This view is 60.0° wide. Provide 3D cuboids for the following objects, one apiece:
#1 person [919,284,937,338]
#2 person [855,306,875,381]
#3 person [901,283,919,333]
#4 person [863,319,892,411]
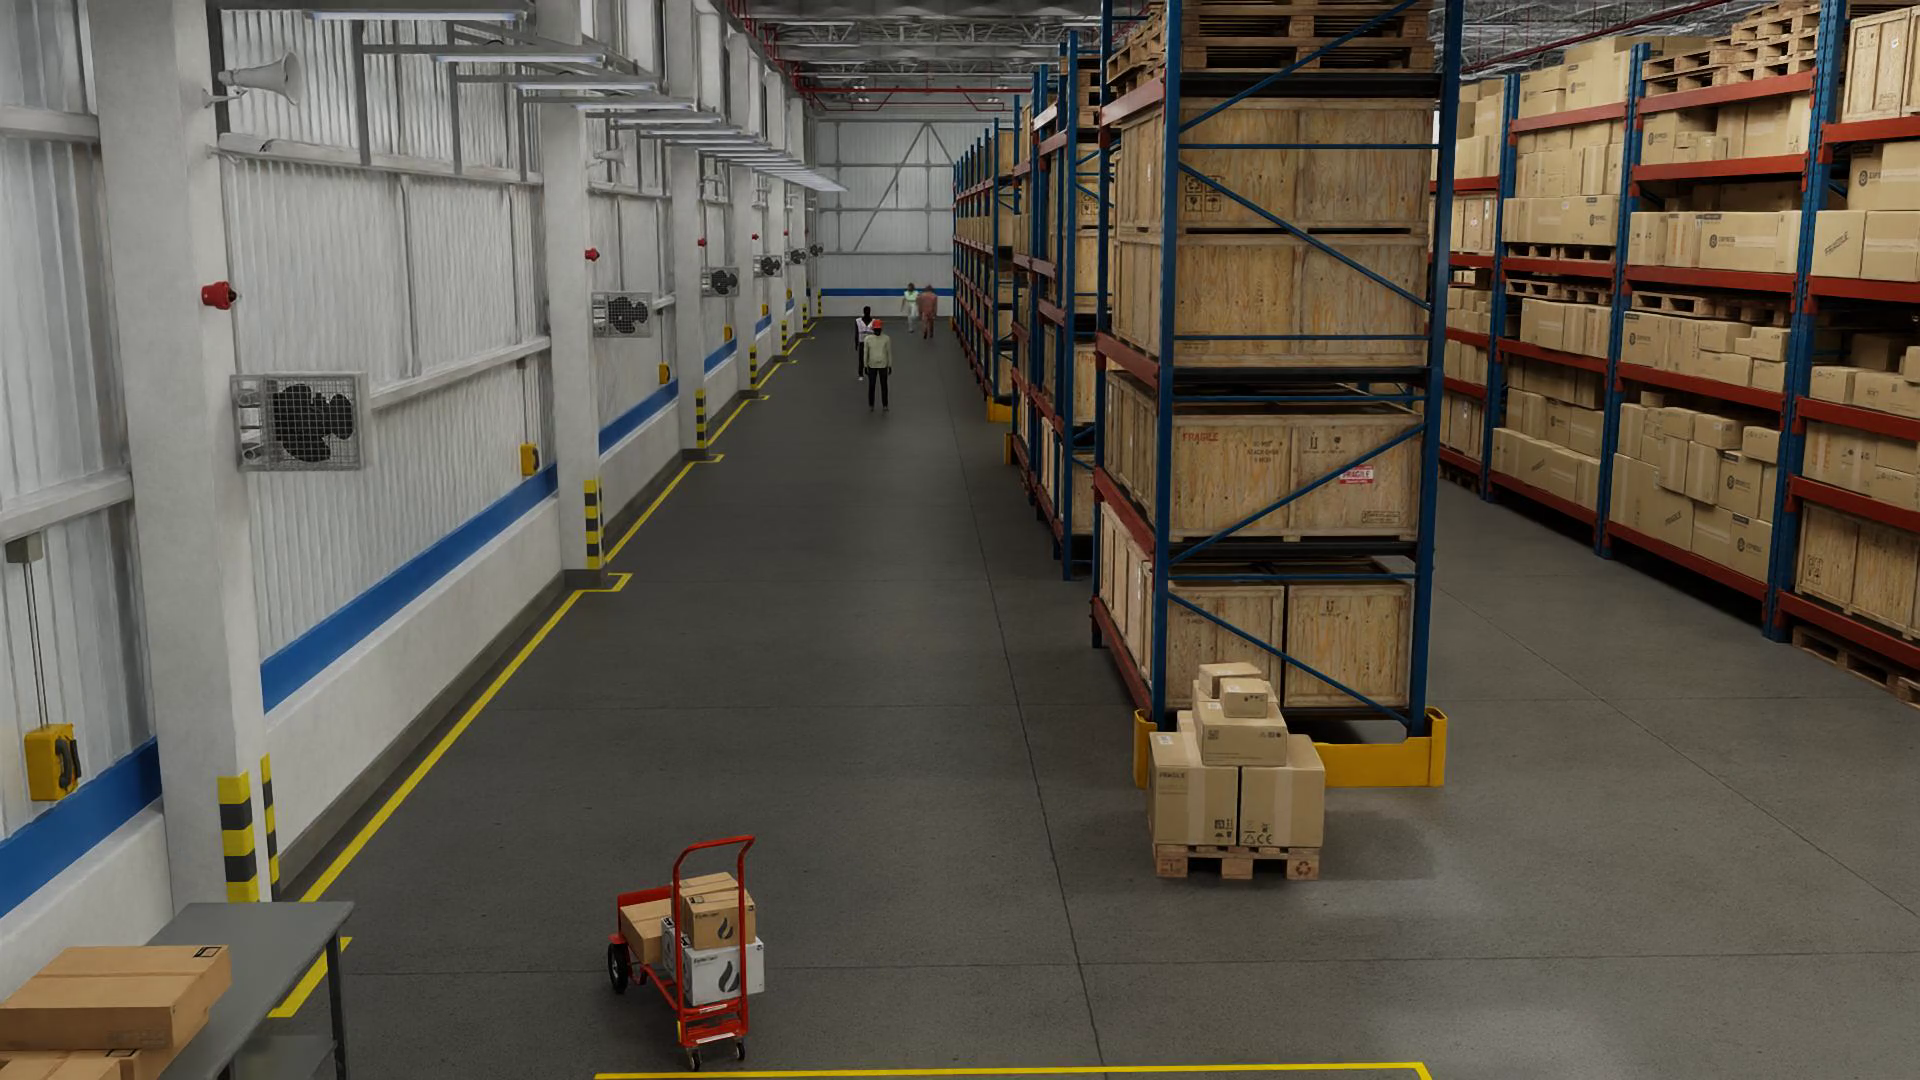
[{"bbox_3d":[-1.104,-7.958,57.883,0.635,1.873,0.832,0,11,-2],"label":"person"},{"bbox_3d":[-2.392,-5.027,42.555,0.599,1.907,0.405,-2,11,-8],"label":"person"},{"bbox_3d":[-1.809,-8.394,60.311,0.599,1.811,0.736,4,11,18],"label":"person"},{"bbox_3d":[-1.764,-3.739,35.642,0.617,1.986,0.408,-1,11,-6],"label":"person"}]
